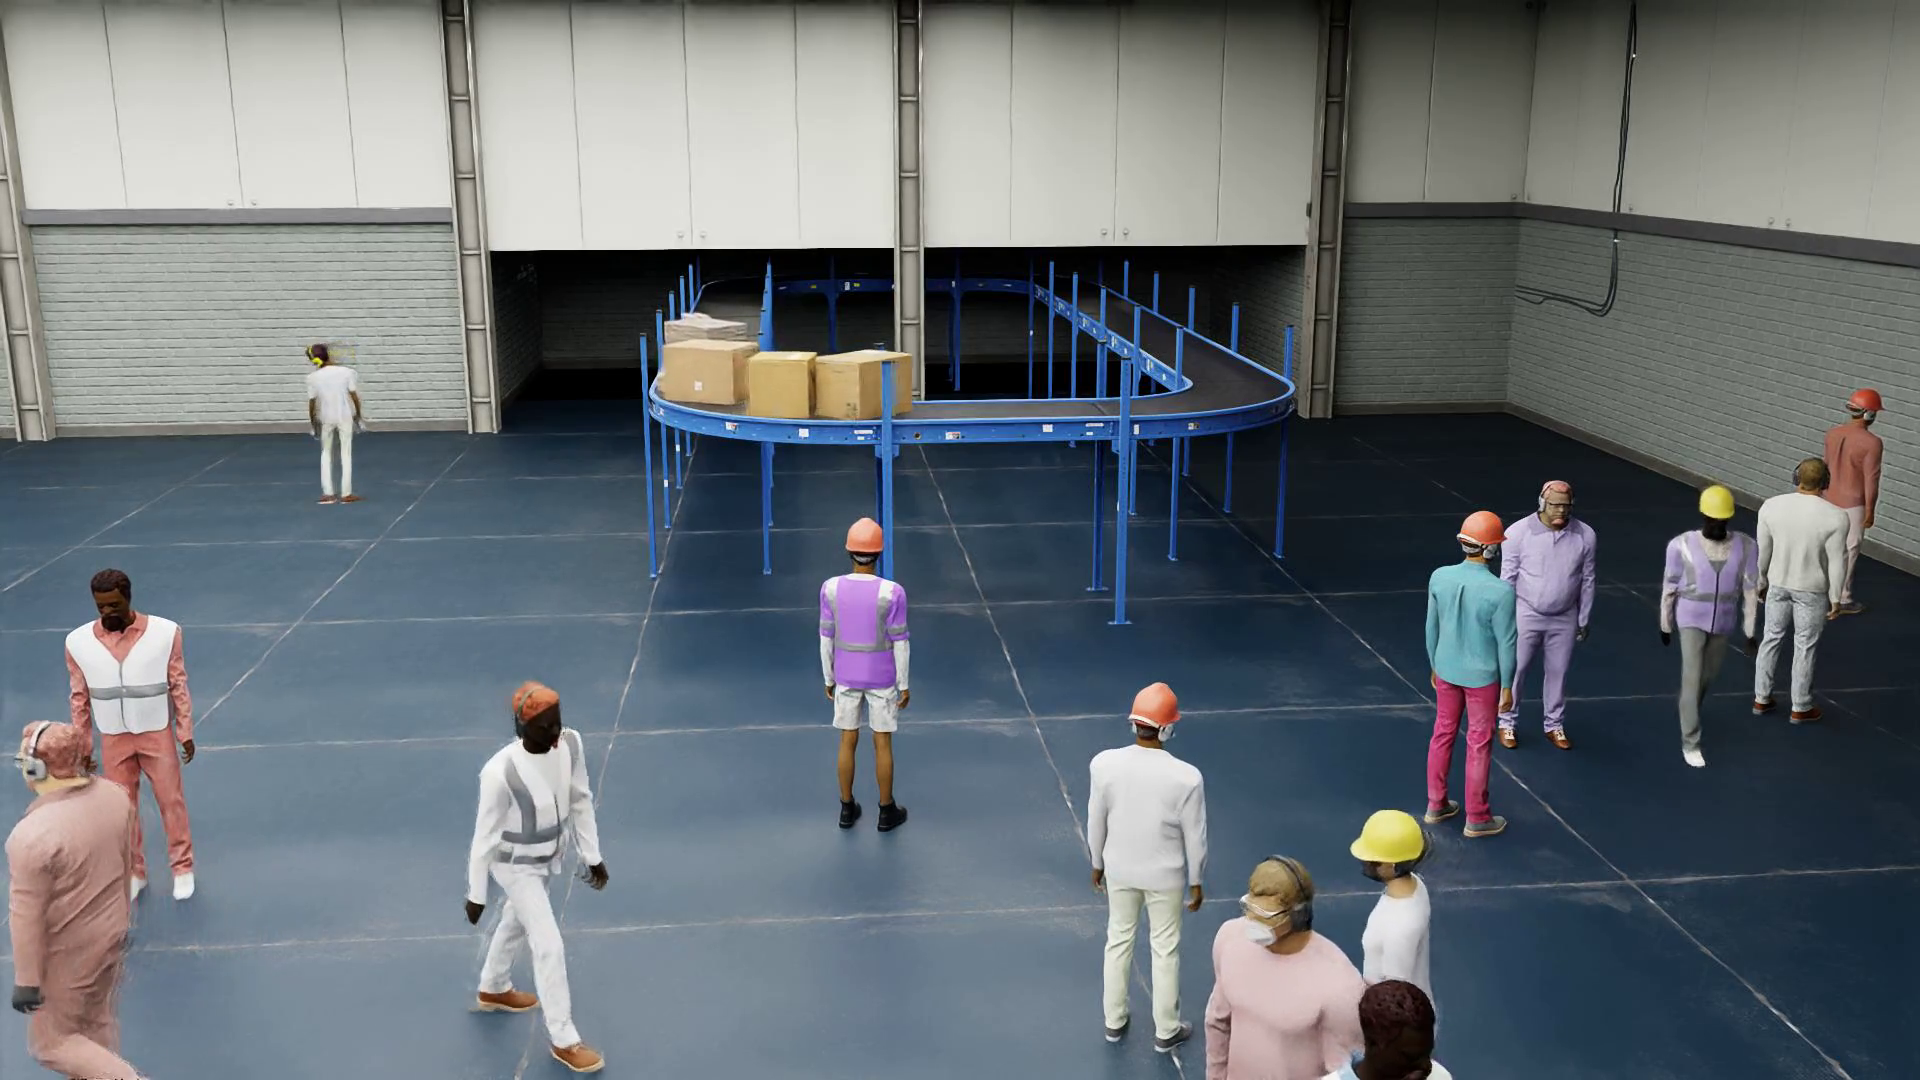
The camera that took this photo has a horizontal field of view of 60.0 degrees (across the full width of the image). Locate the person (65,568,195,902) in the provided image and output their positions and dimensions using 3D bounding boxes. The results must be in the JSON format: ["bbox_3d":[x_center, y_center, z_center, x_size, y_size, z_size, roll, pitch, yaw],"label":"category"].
[{"bbox_3d":[-4.547,1.066,9.165,0.598,1.908,0.398,-4,15,-16],"label":"person"}]

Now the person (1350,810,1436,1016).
[{"bbox_3d":[1.636,1.841,6.379,0.349,1.757,0.558,6,15,21],"label":"person"}]

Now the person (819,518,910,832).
[{"bbox_3d":[-0.563,0.818,10.094,0.552,1.935,0.364,3,14,14],"label":"person"}]

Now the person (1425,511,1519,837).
[{"bbox_3d":[3.083,0.802,10.038,0.376,1.995,0.612,-11,18,-37],"label":"person"}]

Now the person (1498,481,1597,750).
[{"bbox_3d":[4.006,0.519,11.380,0.642,1.899,0.394,1,14,2],"label":"person"}]

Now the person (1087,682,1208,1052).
[{"bbox_3d":[0.875,1.505,7.715,0.573,1.748,0.342,7,16,25],"label":"person"}]

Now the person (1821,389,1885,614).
[{"bbox_3d":[7.842,-0.348,14.661,0.406,1.985,0.619,-4,15,-14],"label":"person"}]

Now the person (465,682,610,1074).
[{"bbox_3d":[-2.022,1.491,7.678,0.920,1.825,0.610,6,15,22],"label":"person"}]

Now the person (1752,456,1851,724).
[{"bbox_3d":[6.017,0.356,11.939,0.361,1.937,0.635,-12,18,-39],"label":"person"}]

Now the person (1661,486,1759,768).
[{"bbox_3d":[5.081,0.521,11.380,0.586,1.896,0.895,1,14,5],"label":"person"}]

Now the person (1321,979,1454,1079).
[{"bbox_3d":[1.184,2.144,4.856,0.593,1.907,0.439,-8,16,-28],"label":"person"}]

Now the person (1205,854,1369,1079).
[{"bbox_3d":[1.061,1.948,5.576,0.366,1.936,0.641,-11,18,-38],"label":"person"}]

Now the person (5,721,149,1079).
[{"bbox_3d":[-3.605,1.651,6.842,0.642,1.891,0.662,1,14,5],"label":"person"}]

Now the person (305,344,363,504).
[{"bbox_3d":[-7.079,-1.294,18.799,0.620,1.824,0.359,-3,14,-14],"label":"person"}]
